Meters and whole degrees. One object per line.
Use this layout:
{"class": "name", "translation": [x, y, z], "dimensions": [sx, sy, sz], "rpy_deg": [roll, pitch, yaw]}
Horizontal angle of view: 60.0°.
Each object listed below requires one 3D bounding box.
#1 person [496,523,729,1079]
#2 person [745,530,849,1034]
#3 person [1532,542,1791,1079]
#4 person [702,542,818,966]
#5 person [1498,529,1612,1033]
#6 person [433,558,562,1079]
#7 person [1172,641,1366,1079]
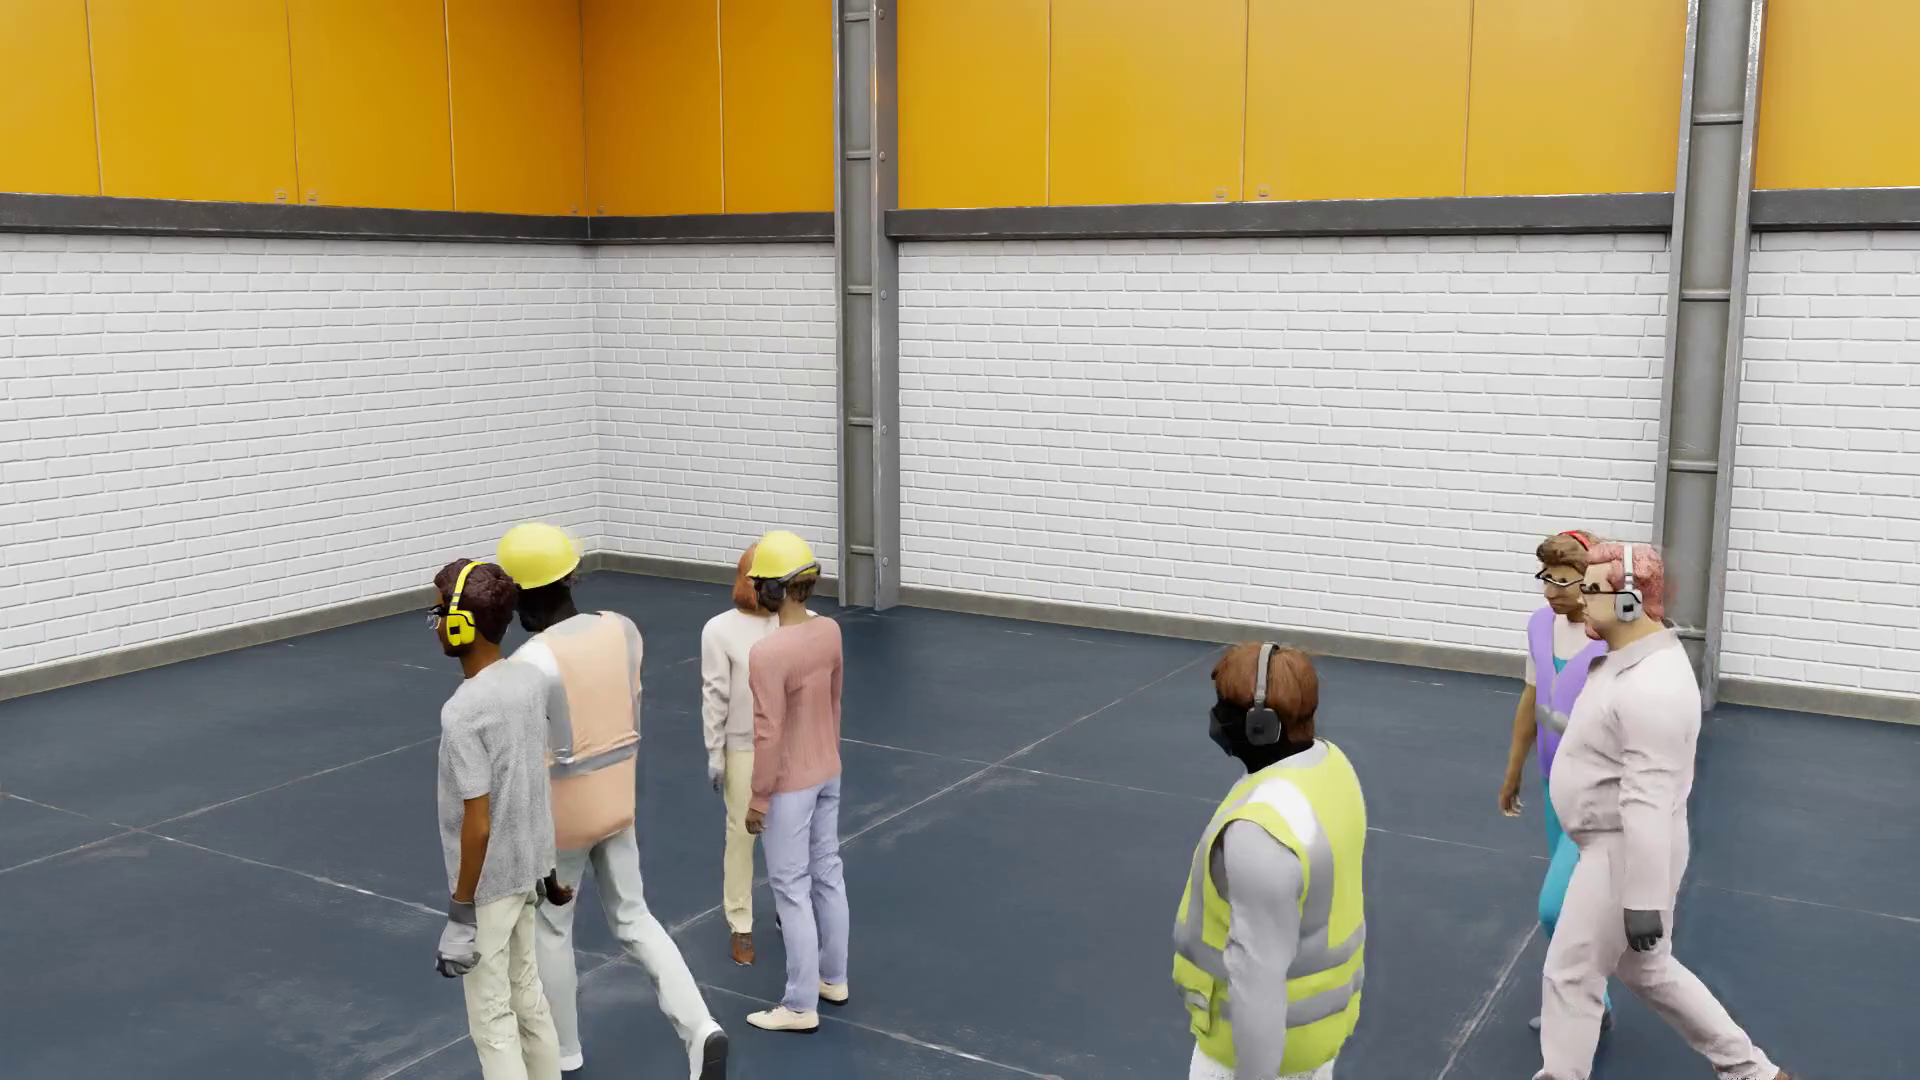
{"class": "person", "translation": [-1.151, 0.873, 5.260], "dimensions": [0.850, 1.887, 0.616], "rpy_deg": [7, 11, 36]}
{"class": "person", "translation": [-0.595, 0.840, 5.842], "dimensions": [0.330, 1.765, 0.533], "rpy_deg": [4, 10, 26]}
{"class": "person", "translation": [2.052, 0.934, 4.934], "dimensions": [0.850, 1.878, 0.646], "rpy_deg": [3, 10, 20]}
{"class": "person", "translation": [-0.749, 0.810, 6.443], "dimensions": [0.503, 1.635, 0.277], "rpy_deg": [-5, 10, -26]}
{"class": "person", "translation": [2.107, 0.857, 5.573], "dimensions": [0.515, 1.811, 0.677], "rpy_deg": [-3, 9, -16]}
{"class": "person", "translation": [-1.318, 0.976, 4.663], "dimensions": [0.313, 1.869, 0.538], "rpy_deg": [1, 9, 9]}
{"class": "person", "translation": [0.799, 1.131, 3.861], "dimensions": [0.778, 1.824, 0.633], "rpy_deg": [5, 10, 28]}
